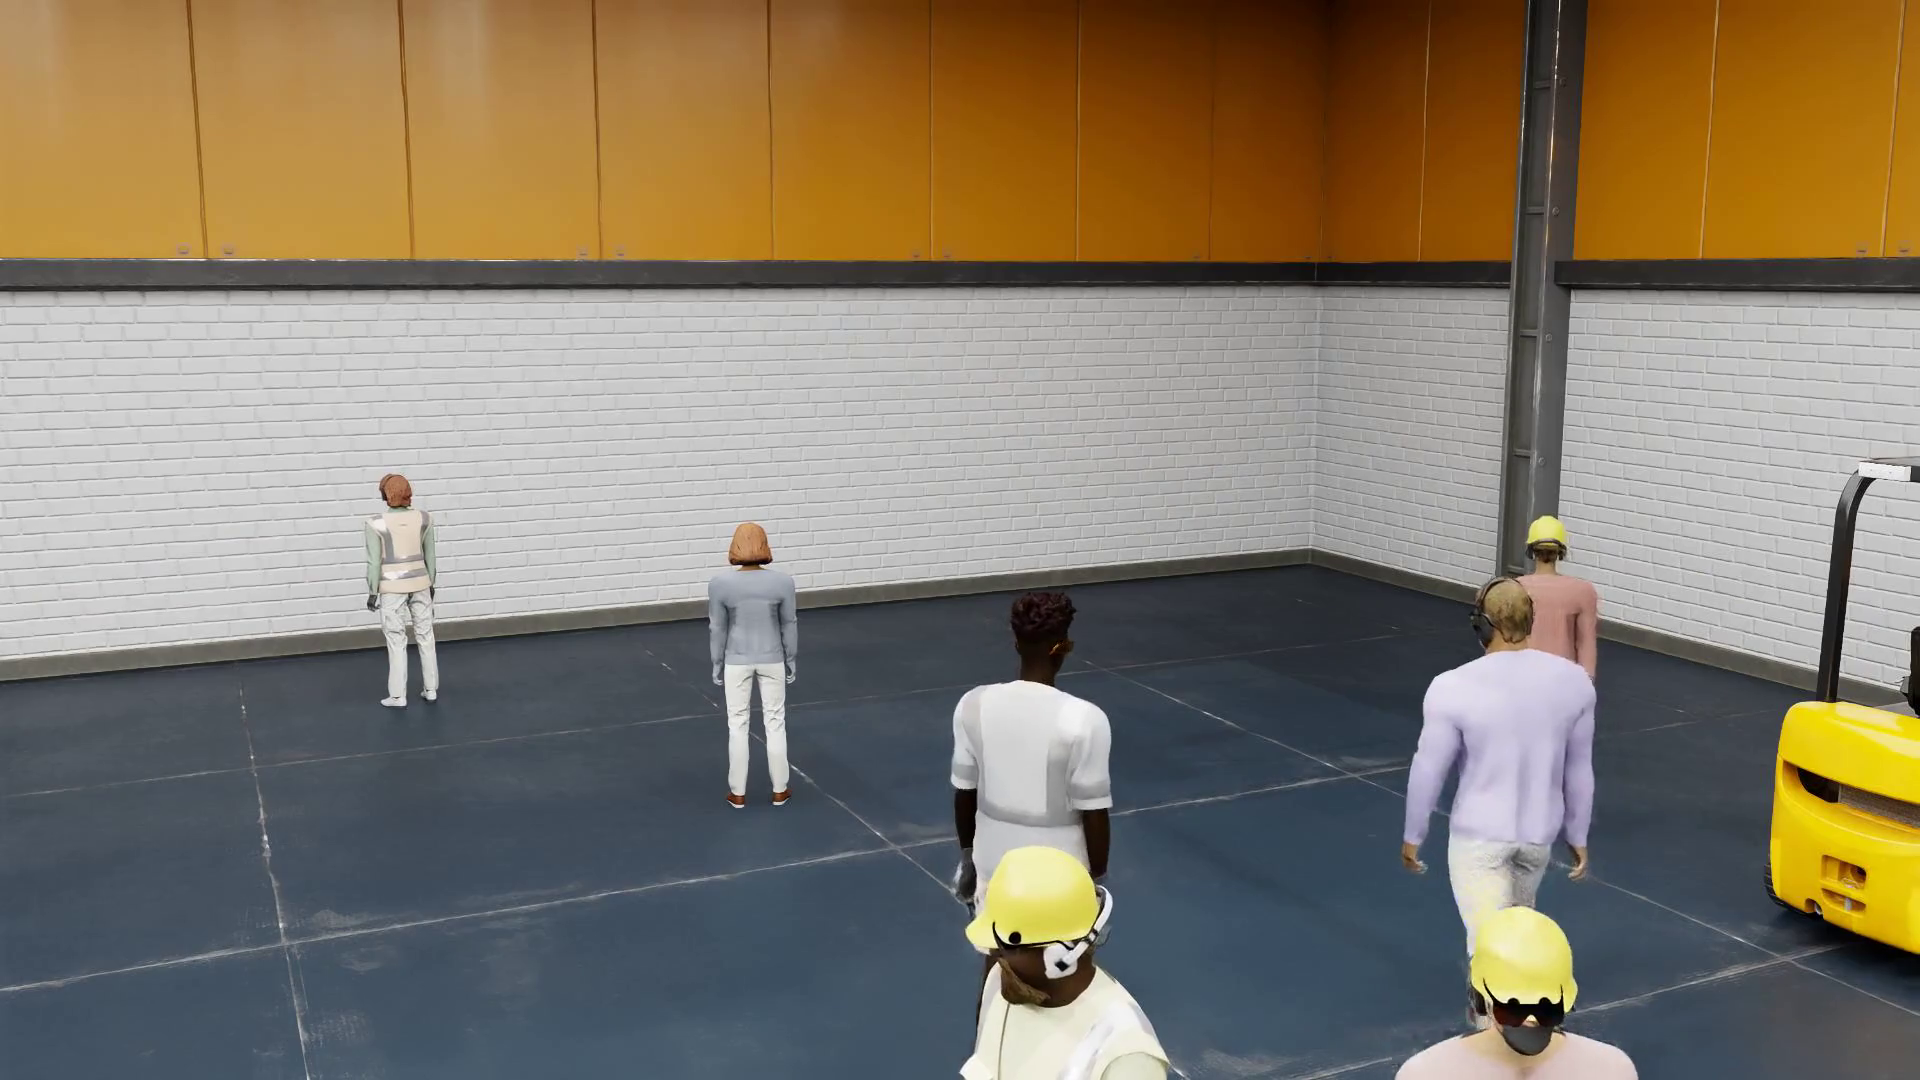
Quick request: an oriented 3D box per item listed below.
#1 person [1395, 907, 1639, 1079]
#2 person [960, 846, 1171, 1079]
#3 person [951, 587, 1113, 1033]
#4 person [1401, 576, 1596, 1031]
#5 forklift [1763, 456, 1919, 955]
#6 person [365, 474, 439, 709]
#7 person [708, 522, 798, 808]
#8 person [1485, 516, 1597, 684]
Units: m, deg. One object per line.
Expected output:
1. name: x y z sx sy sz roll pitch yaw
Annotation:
1. person: 1.149 1.609 3.458 0.561 1.747 0.491 0 9 2
2. person: 0.204 1.544 3.662 0.404 1.824 0.591 -5 11 -30
3. person: 0.260 1.127 5.835 0.631 1.963 0.408 5 11 30
4. person: 1.965 1.071 6.274 0.661 1.921 0.721 -1 9 -9
5. forklift: 4.857 0.731 7.561 2.313 2.155 1.214 -4 10 -25
6. person: -3.885 0.356 11.599 0.514 1.642 0.314 -9 12 -43
7. person: -1.167 0.708 9.430 0.500 1.635 0.287 -2 9 -9
8. person: 3.115 0.725 8.992 0.552 1.729 0.826 2 9 10
